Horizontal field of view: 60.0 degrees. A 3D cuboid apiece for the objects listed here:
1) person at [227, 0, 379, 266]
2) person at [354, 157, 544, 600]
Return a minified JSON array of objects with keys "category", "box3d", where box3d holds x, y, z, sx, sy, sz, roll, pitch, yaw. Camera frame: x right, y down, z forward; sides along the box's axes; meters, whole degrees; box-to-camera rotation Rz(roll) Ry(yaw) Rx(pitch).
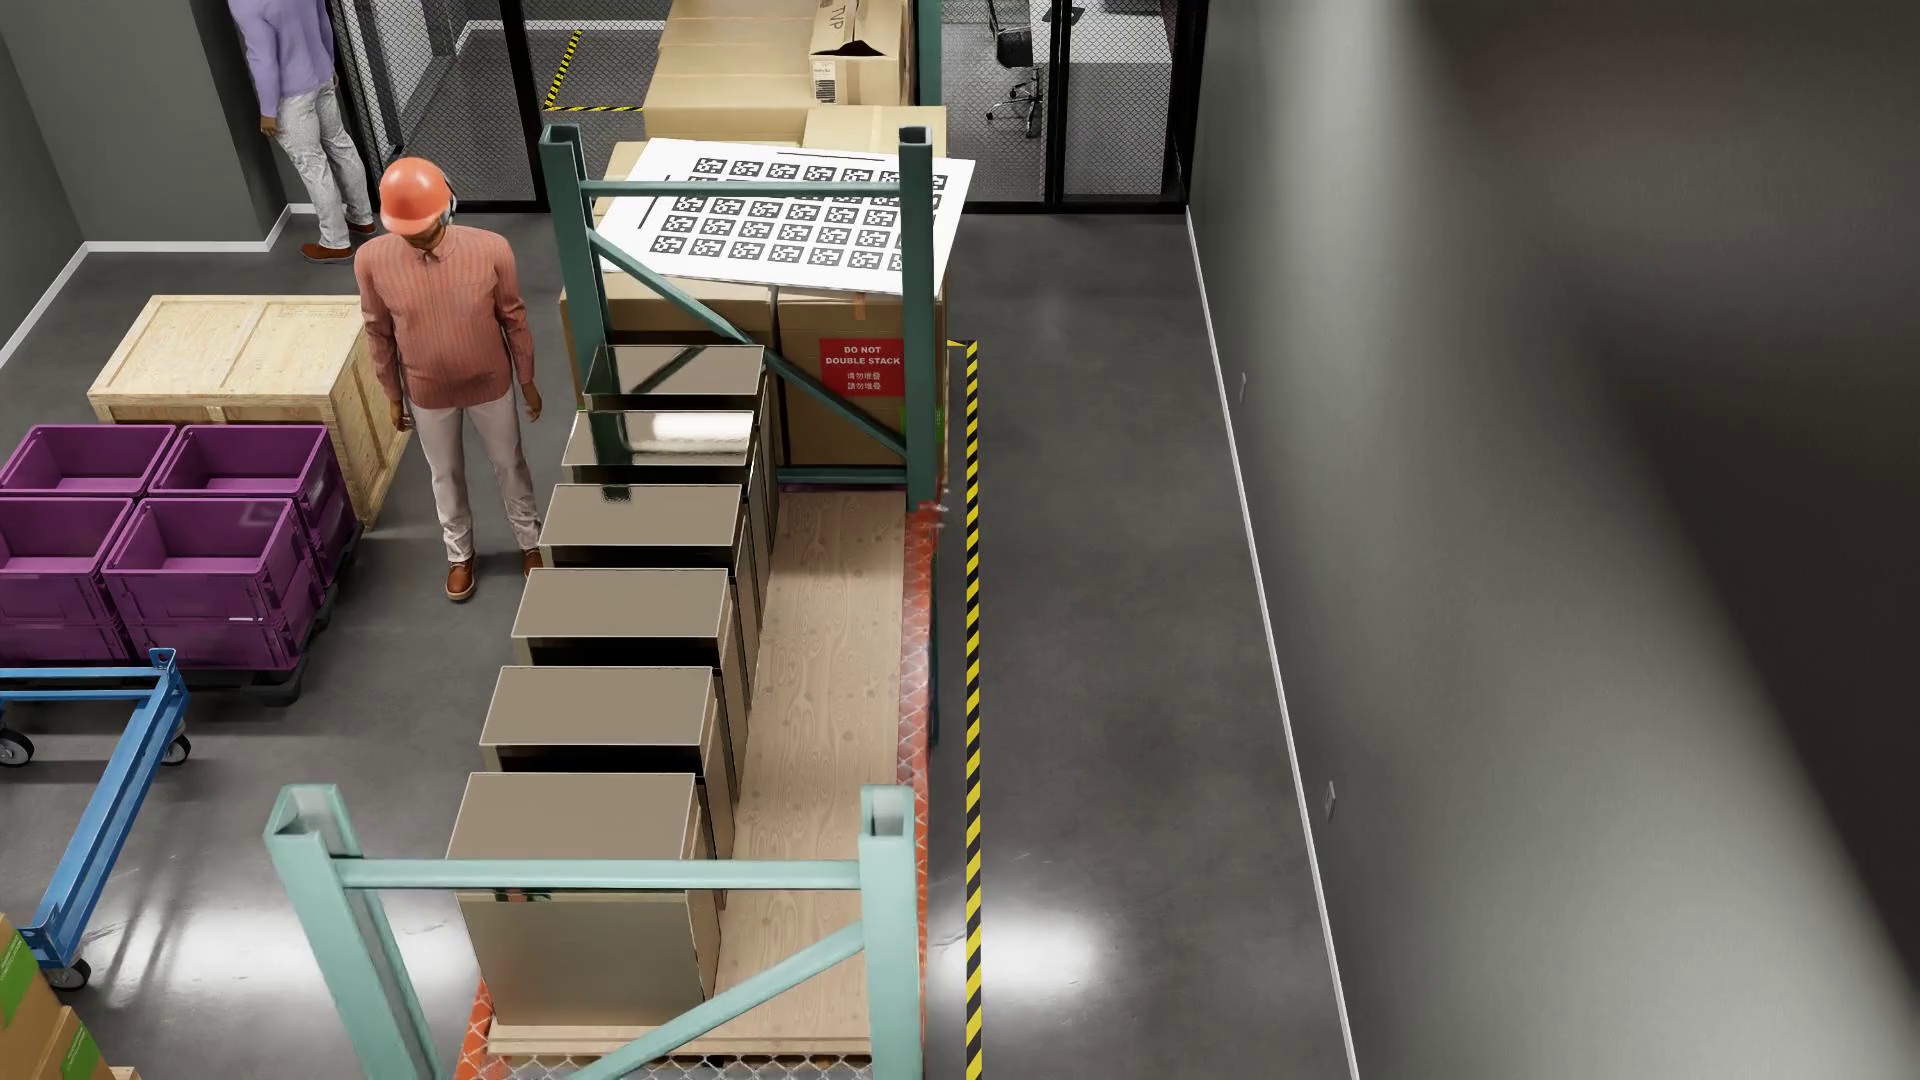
[{"category":"person","box3d":[-3.409,-2.338,8.562,0.356,1.932,0.638,11,42,12]},{"category":"person","box3d":[-1.967,-0.610,6.548,0.611,1.987,0.389,-9,42,-10]}]
